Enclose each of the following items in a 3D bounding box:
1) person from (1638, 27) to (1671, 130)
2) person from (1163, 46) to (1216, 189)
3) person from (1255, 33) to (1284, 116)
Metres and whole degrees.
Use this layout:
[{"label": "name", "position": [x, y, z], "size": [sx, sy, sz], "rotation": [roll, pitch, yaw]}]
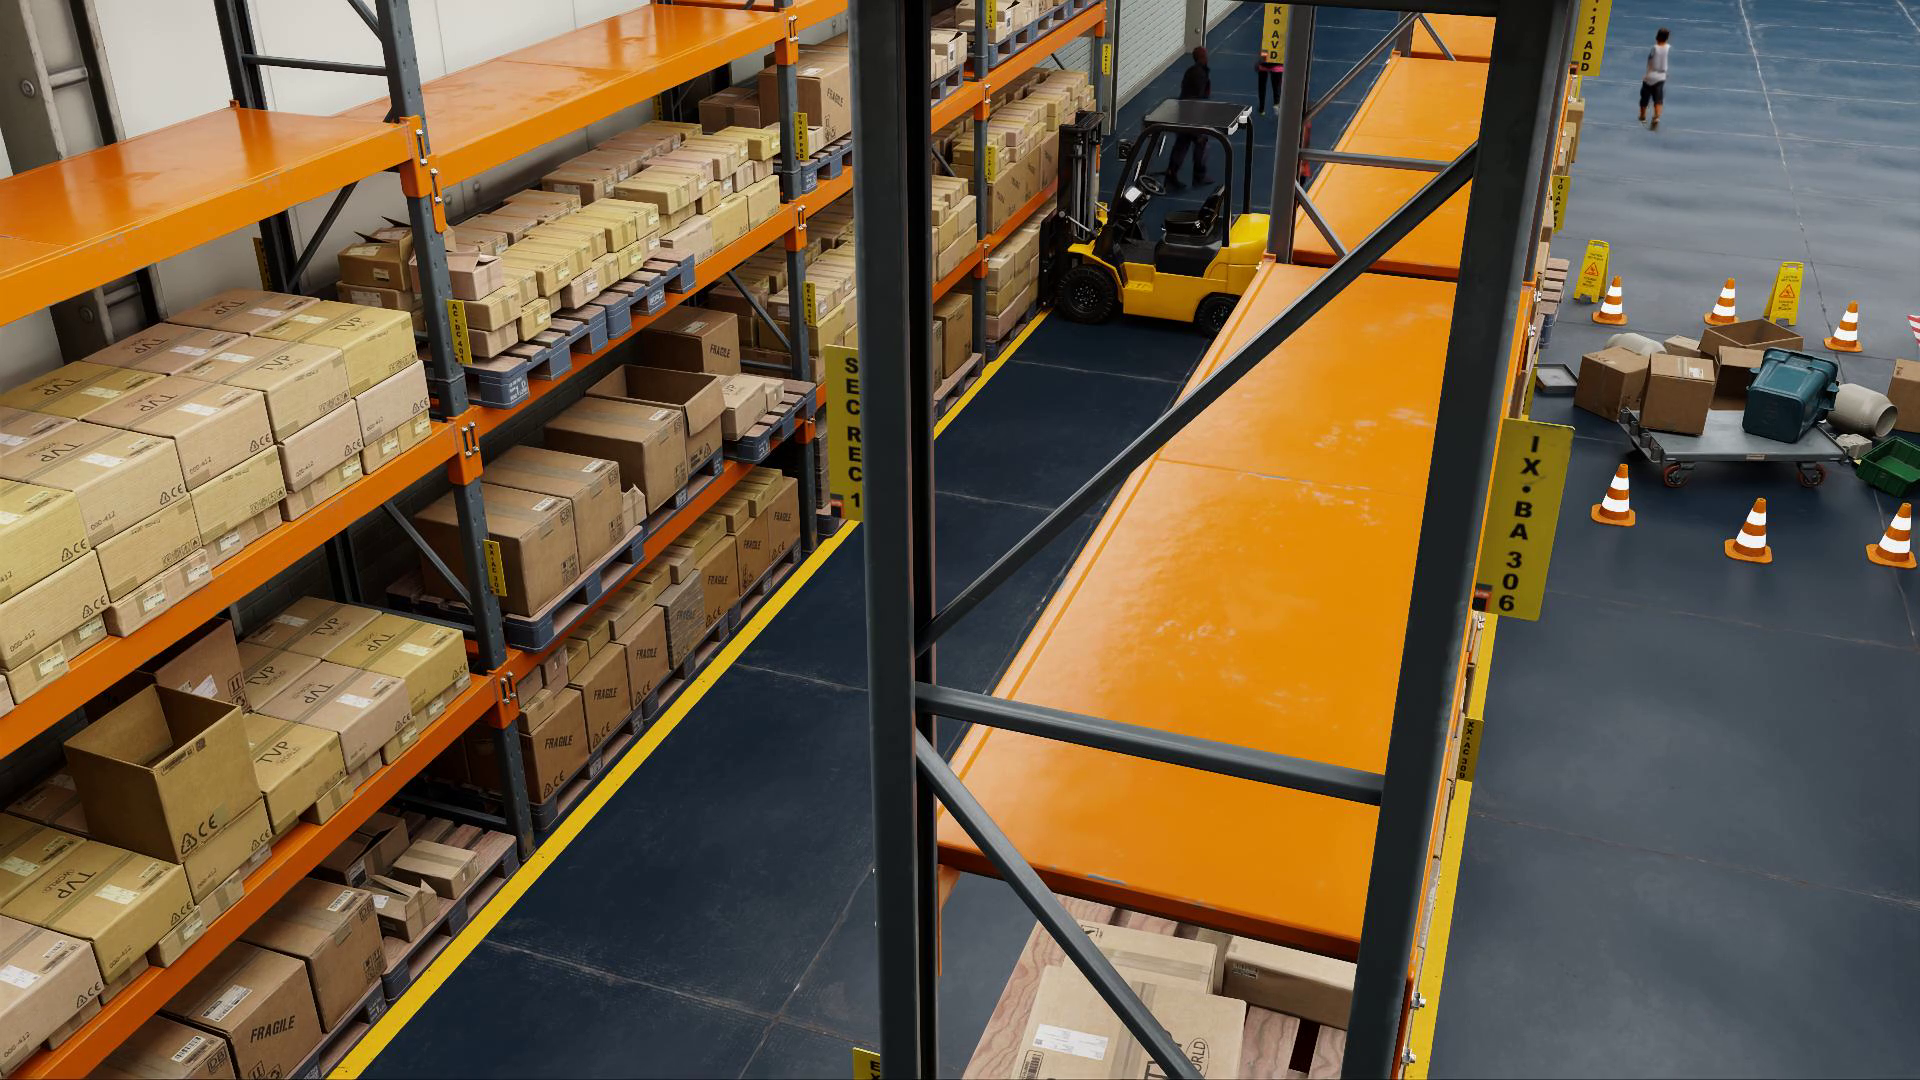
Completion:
[{"label": "person", "position": [10.278, -6.839, 24.485], "size": [0.714, 1.434, 1.052], "rotation": [4, 28, 7]}, {"label": "person", "position": [2.901, -5.418, 21.430], "size": [1.082, 1.797, 1.031], "rotation": [-7, 29, -13]}, {"label": "person", "position": [4.651, -7.108, 24.872], "size": [0.704, 1.543, 0.817], "rotation": [-1, 28, -1]}]
